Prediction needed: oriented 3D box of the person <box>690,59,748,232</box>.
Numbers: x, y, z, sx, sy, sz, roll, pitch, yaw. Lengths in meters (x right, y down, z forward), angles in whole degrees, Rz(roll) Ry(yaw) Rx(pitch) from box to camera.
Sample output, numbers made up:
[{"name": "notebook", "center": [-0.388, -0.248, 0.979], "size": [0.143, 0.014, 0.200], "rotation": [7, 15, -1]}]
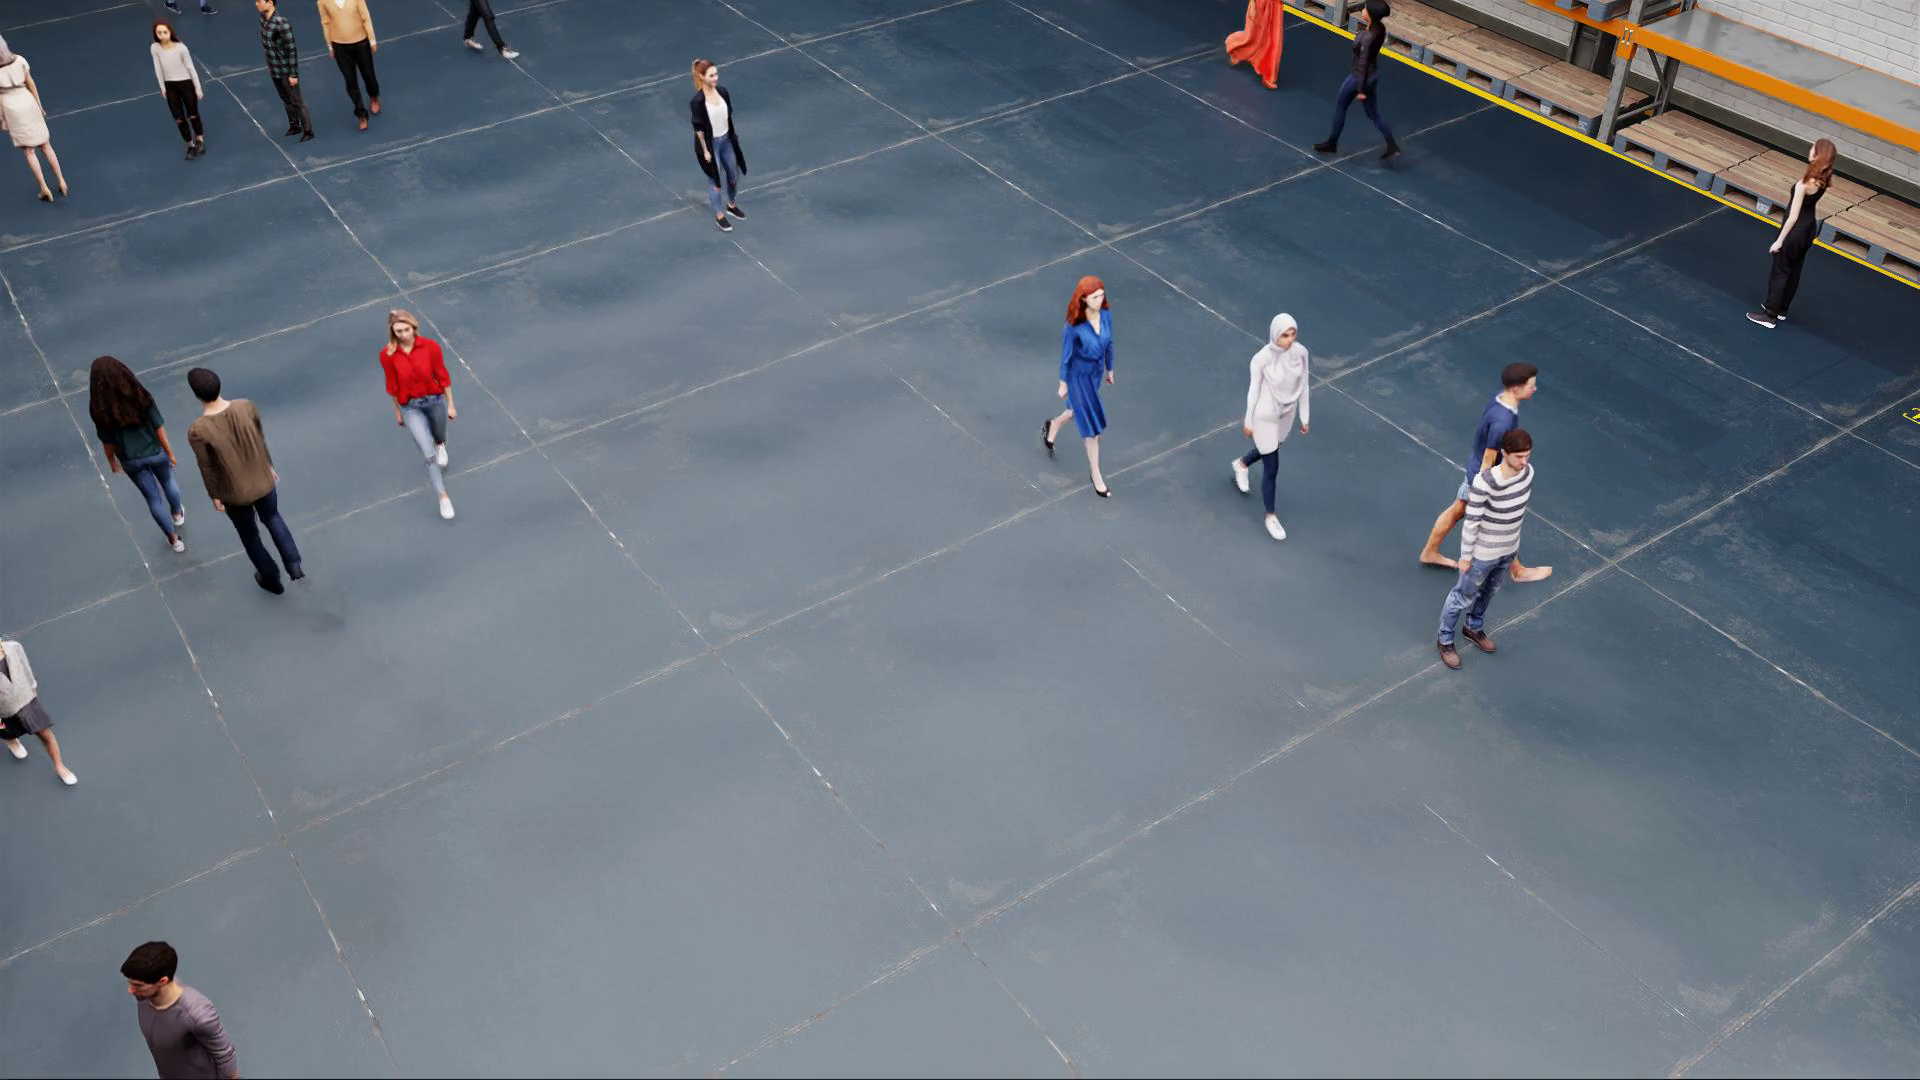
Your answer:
[{"name": "person", "center": [-2.403, -3.829, 16.044], "size": [0.668, 1.681, 0.637], "rotation": [-29, 47, -31]}]

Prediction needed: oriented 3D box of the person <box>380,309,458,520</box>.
[{"name": "person", "center": [-4.055, -1.041, 12.560], "size": [0.774, 1.673, 1.154], "rotation": [-15, 41, -18]}]

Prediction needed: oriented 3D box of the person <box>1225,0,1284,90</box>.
[{"name": "person", "center": [3.387, -6.050, 18.747], "size": [0.696, 1.778, 1.125], "rotation": [-19, 42, -22]}]

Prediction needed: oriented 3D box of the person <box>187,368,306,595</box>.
[{"name": "person", "center": [-4.912, -0.352, 11.537], "size": [0.809, 1.872, 0.753], "rotation": [29, 47, 31]}]

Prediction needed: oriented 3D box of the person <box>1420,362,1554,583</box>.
[{"name": "person", "center": [3.635, -0.474, 11.752], "size": [1.182, 1.796, 1.101], "rotation": [7, 39, 9]}]

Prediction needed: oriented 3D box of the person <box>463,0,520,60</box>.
[{"name": "person", "center": [-5.684, -6.476, 19.336], "size": [1.234, 1.710, 0.982], "rotation": [18, 42, 21]}]

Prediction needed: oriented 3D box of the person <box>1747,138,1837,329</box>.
[{"name": "person", "center": [7.334, -2.688, 14.563], "size": [0.574, 1.746, 0.508], "rotation": [-25, 45, -28]}]

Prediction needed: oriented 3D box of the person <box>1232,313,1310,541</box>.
[{"name": "person", "center": [2.295, -0.937, 12.373], "size": [0.834, 1.744, 1.193], "rotation": [-14, 41, -17]}]

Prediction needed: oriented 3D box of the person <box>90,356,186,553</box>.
[{"name": "person", "center": [-5.907, -0.579, 12.036], "size": [0.609, 1.604, 0.791], "rotation": [-21, 43, -24]}]

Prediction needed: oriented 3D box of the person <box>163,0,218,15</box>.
[{"name": "person", "center": [-9.619, -7.059, 20.446], "size": [0.888, 1.236, 0.848], "rotation": [3, 39, 3]}]

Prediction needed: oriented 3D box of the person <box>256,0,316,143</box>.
[{"name": "person", "center": [-7.180, -5.020, 17.602], "size": [0.578, 1.713, 0.760], "rotation": [28, 47, 31]}]

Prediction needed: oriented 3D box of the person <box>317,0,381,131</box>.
[{"name": "person", "center": [-6.547, -5.357, 17.904], "size": [0.859, 1.748, 0.993], "rotation": [-7, 39, -9]}]

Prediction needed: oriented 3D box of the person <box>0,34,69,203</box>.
[{"name": "person", "center": [-9.276, -4.196, 16.461], "size": [0.620, 1.734, 0.647], "rotation": [30, 47, 32]}]

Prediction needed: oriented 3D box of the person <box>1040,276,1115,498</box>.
[{"name": "person", "center": [0.906, -1.232, 12.701], "size": [0.642, 1.795, 1.110], "rotation": [-26, 45, -29]}]

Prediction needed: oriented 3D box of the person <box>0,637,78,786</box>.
[{"name": "person", "center": [-5.941, 0.980, 10.367], "size": [0.914, 1.253, 0.621], "rotation": [30, 48, 32]}]

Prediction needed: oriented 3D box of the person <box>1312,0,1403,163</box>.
[{"name": "person", "center": [4.235, -4.678, 17.088], "size": [1.212, 1.706, 0.888], "rotation": [23, 44, 26]}]

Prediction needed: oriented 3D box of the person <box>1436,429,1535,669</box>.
[{"name": "person", "center": [3.528, 0.025, 11.081], "size": [0.675, 1.853, 0.557], "rotation": [-18, 42, -22]}]

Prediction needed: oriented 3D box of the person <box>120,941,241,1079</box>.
[{"name": "person", "center": [-3.621, 2.539, 7.933], "size": [0.650, 1.854, 0.806], "rotation": [19, 42, 22]}]

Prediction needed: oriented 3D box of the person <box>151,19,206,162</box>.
[{"name": "person", "center": [-8.137, -4.751, 17.370], "size": [0.701, 1.469, 0.780], "rotation": [-8, 39, -9]}]
